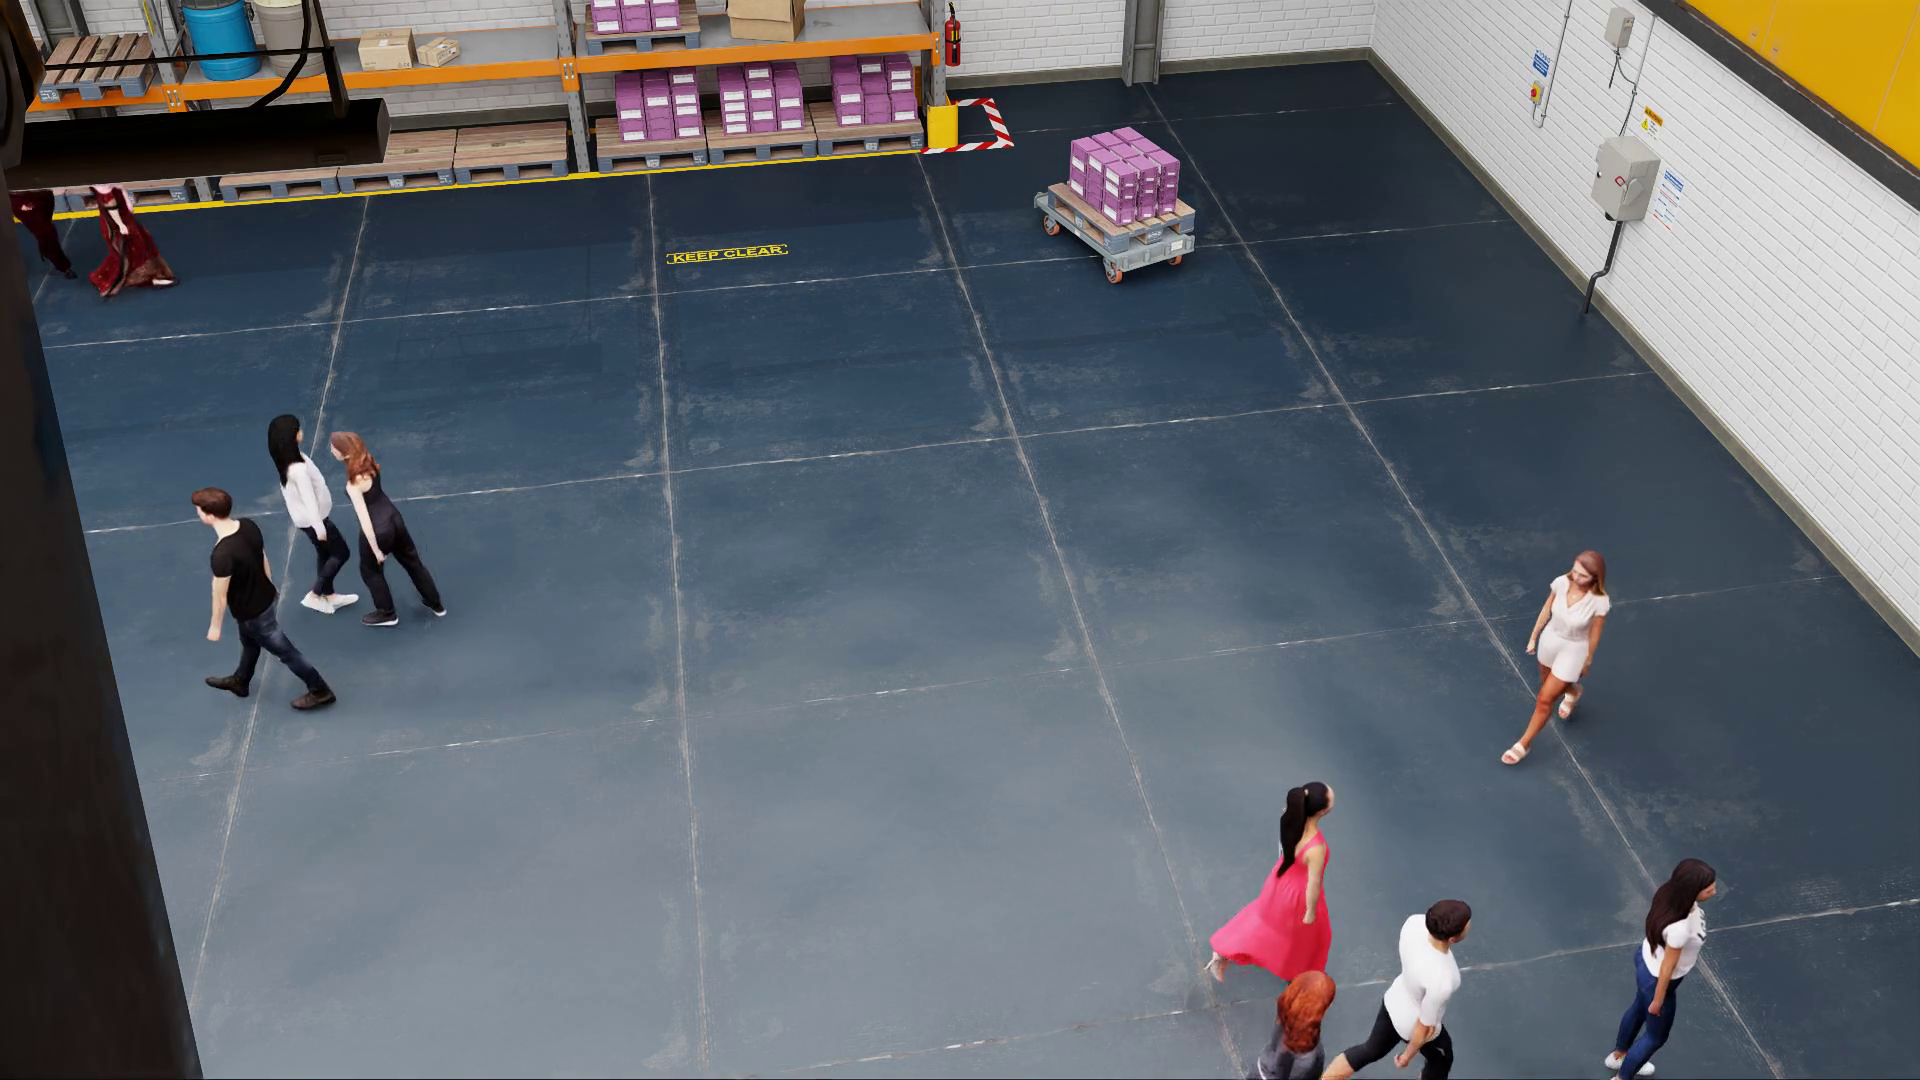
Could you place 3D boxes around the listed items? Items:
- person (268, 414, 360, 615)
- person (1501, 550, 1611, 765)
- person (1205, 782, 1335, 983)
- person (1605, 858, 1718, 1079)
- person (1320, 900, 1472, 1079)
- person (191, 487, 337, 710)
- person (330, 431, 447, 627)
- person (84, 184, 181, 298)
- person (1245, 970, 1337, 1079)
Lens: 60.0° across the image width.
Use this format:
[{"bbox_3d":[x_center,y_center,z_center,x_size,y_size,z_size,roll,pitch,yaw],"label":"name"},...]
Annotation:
[{"bbox_3d":[-4.820,-0.133,12.132,0.805,1.681,0.774,-21,43,-24],"label":"person"},{"bbox_3d":[4.066,0.714,11.082,1.167,1.667,0.927,-26,45,-29],"label":"person"},{"bbox_3d":[1.830,2.008,9.431,1.004,1.705,0.692,-12,40,-14],"label":"person"},{"bbox_3d":[3.714,2.328,8.978,0.716,1.770,0.701,11,40,14],"label":"person"},{"bbox_3d":[2.284,2.498,8.724,1.198,1.822,0.668,-8,39,-10],"label":"person"},{"bbox_3d":[-4.675,0.456,11.255,1.166,1.855,0.773,-3,39,-3],"label":"person"},{"bbox_3d":[-4.124,-0.086,12.046,0.891,1.715,0.717,6,39,8],"label":"person"},{"bbox_3d":[-8.091,-3.026,15.810,1.032,1.612,0.720,-11,40,-13],"label":"person"},{"bbox_3d":[1.553,2.794,8.432,1.092,1.723,0.571,-6,39,-7],"label":"person"}]
